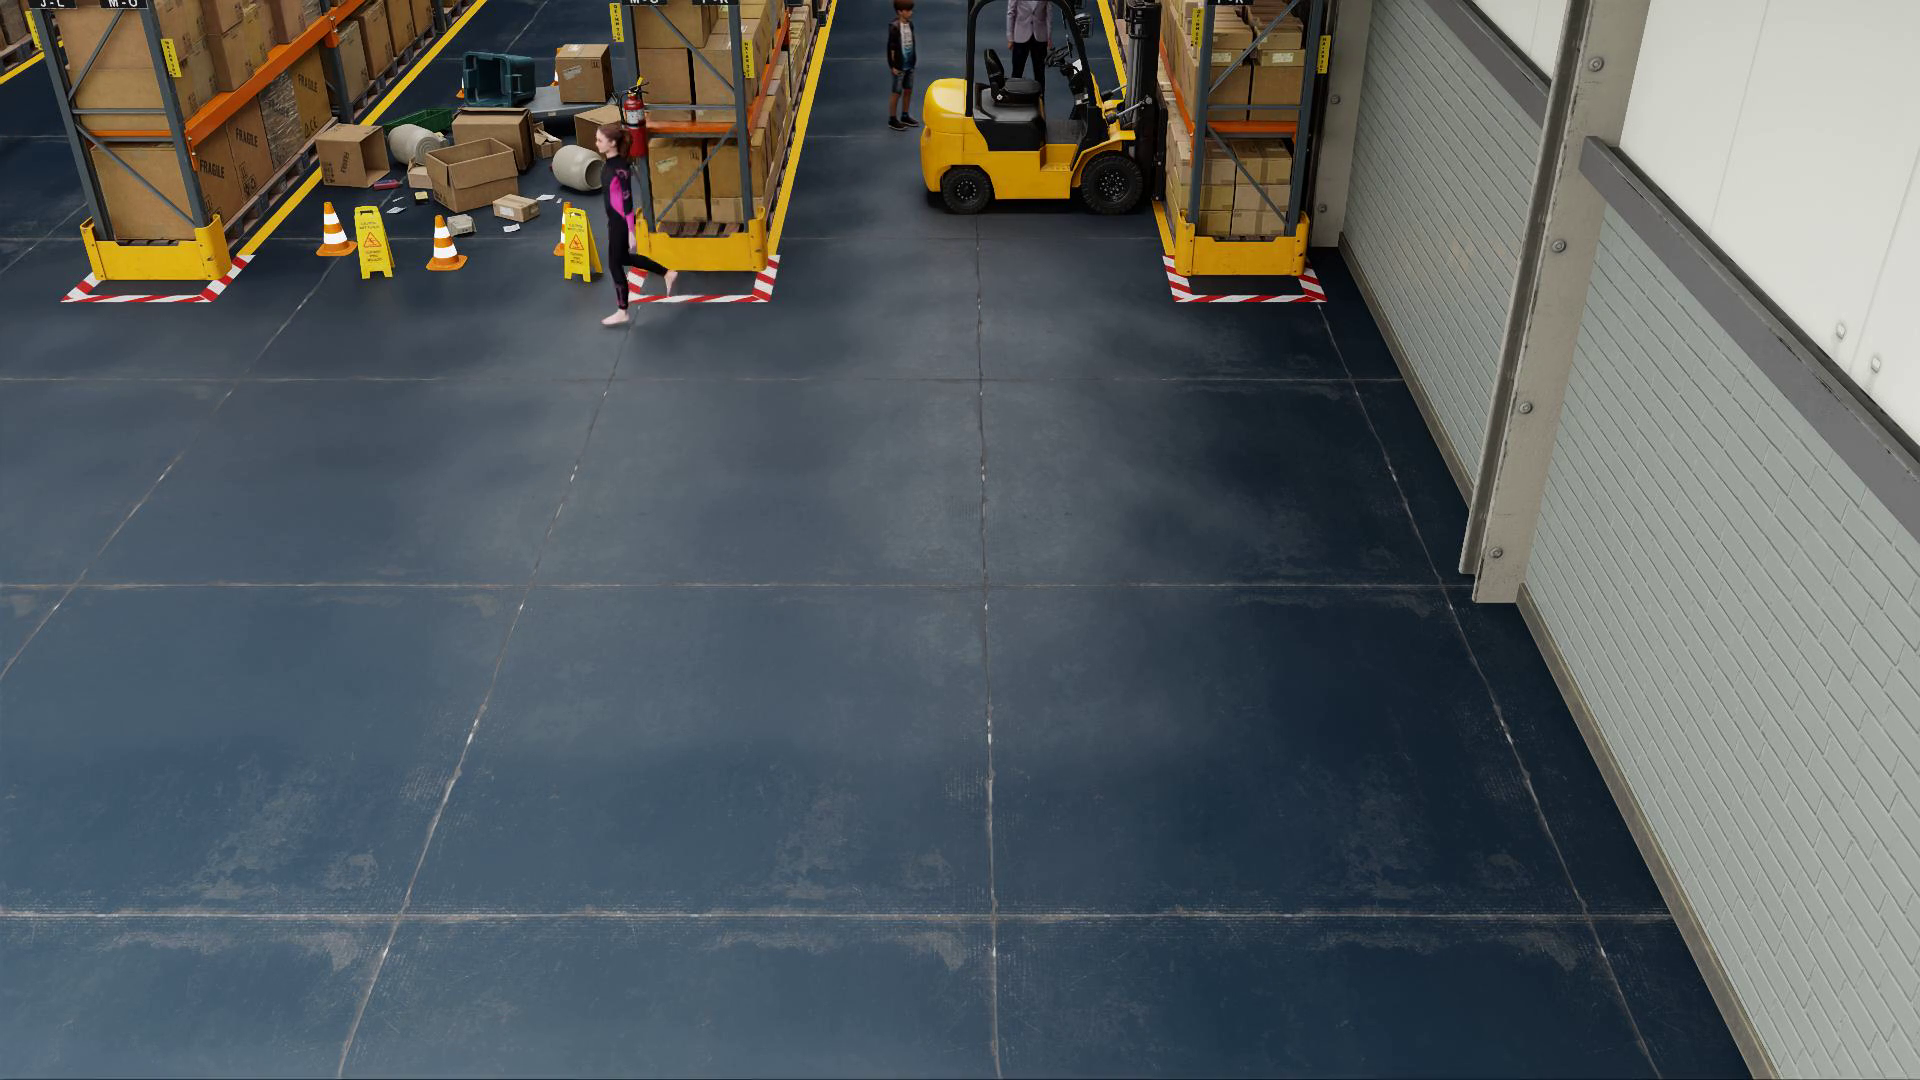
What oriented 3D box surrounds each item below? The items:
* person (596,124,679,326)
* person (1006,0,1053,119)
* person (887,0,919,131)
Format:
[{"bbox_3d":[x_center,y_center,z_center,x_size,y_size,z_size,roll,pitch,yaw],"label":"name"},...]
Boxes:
[{"bbox_3d":[-2.765,-2.664,14.010,0.916,1.727,0.991,-15,35,-23],"label":"person"},{"bbox_3d":[0.783,-5.655,18.633,0.683,1.852,0.579,-2,32,-3],"label":"person"},{"bbox_3d":[-0.639,-5.291,18.439,0.672,1.444,0.602,25,40,34],"label":"person"}]
